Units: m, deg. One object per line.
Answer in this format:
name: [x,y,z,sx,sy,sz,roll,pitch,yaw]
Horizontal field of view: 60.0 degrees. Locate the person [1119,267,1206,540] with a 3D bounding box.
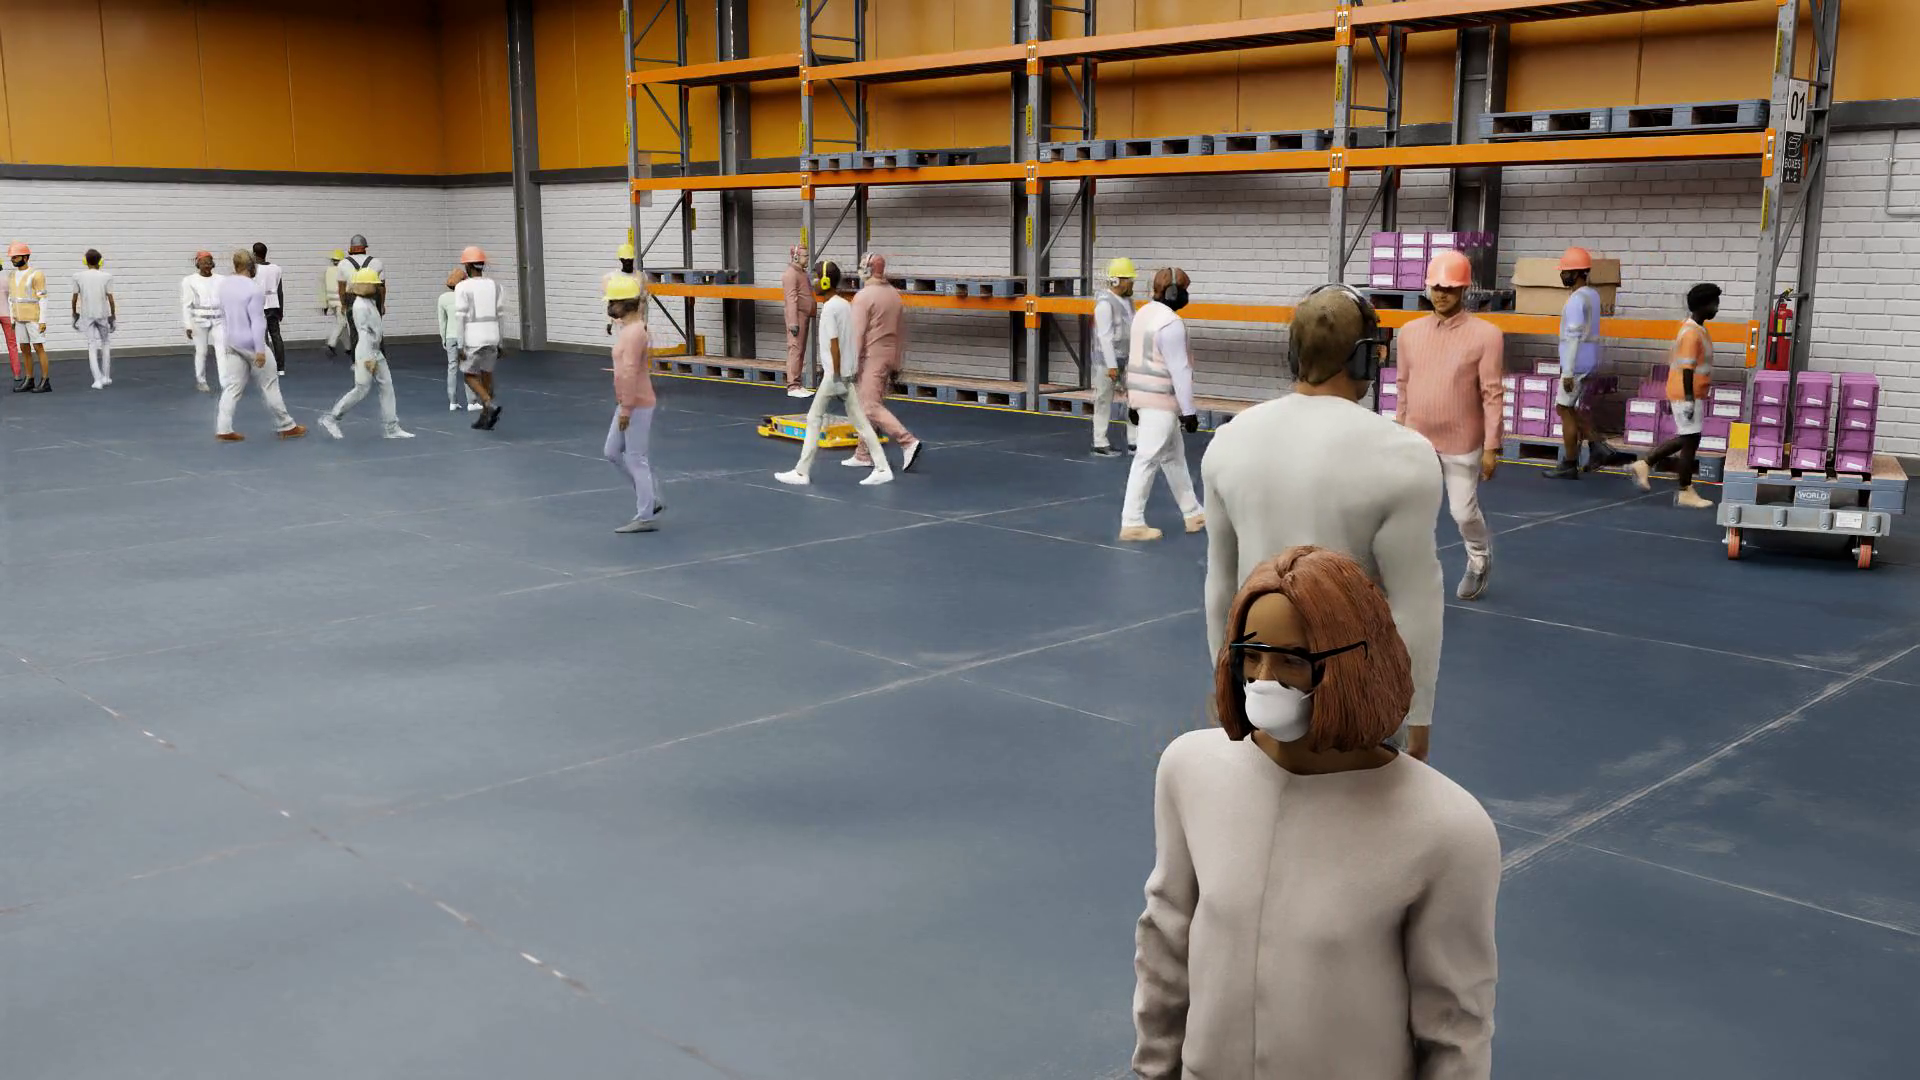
person: [1.456,-0.898,11.078,0.896,1.803,0.665,-2,11,-12]

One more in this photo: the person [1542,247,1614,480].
person: [5.095,-1.440,13.715,0.477,1.923,0.576,7,13,35]

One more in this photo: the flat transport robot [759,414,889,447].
flat transport robot: [-1.352,-1.091,16.320,0.652,0.197,1.431,-7,13,-34]

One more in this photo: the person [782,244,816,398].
person: [-2.004,-2.744,20.877,0.403,1.906,0.651,1,10,5]

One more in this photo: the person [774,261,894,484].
person: [-0.989,-1.334,13.449,0.979,1.822,0.514,3,11,17]

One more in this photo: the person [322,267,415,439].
person: [-5.919,-1.843,16.489,0.815,1.712,0.492,-1,10,-4]

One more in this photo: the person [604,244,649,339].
person: [-4.222,-2.805,21.217,0.597,1.904,0.673,-4,11,-21]

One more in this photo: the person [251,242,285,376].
person: [-10.005,-3.318,23.972,0.375,1.917,0.598,6,12,28]

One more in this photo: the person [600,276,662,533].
person: [-2.247,-0.905,11.283,0.364,1.755,0.525,-3,11,-17]

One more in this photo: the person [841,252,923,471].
person: [-0.682,-1.524,14.302,0.835,1.887,0.642,5,12,26]

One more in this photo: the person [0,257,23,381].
person: [-13.289,-3.065,23.008,0.533,1.768,0.310,-7,12,-32]

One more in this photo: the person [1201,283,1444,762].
person: [0.819,0.350,3.984,0.636,1.917,0.767,10,14,44]

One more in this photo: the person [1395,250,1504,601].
person: [2.619,-0.559,8.857,0.615,1.958,0.973,8,13,37]

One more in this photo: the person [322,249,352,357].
person: [-10.438,-3.974,27.901,0.606,1.801,0.882,4,11,22]

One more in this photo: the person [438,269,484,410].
person: [-5.780,-2.313,19.270,0.507,1.633,0.277,2,11,13]

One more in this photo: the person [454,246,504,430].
person: [-4.921,-2.065,17.155,0.586,1.920,0.544,10,14,43]

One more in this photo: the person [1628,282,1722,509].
person: [5.348,-1.075,12.384,0.541,1.680,0.551,5,12,27]

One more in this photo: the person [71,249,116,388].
person: [-11.581,-2.953,22.238,0.547,1.825,0.841,-6,12,-29]

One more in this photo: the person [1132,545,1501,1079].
person: [0.447,0.811,2.234,0.502,1.633,0.280,8,13,36]

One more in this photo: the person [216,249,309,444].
person: [-6.941,-1.898,16.319,0.649,1.893,0.930,6,12,30]

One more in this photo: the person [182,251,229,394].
person: [-9.632,-2.780,21.286,0.583,1.836,0.994,-8,13,-36]

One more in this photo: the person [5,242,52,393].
person: [-12.007,-2.854,21.387,0.553,1.935,0.362,3,11,17]

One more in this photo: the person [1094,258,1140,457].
person: [1.516,-1.631,15.058,0.703,1.808,0.627,7,12,32]

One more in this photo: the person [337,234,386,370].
person: [-9.017,-3.584,25.086,0.682,2.000,0.536,-4,11,-22]
